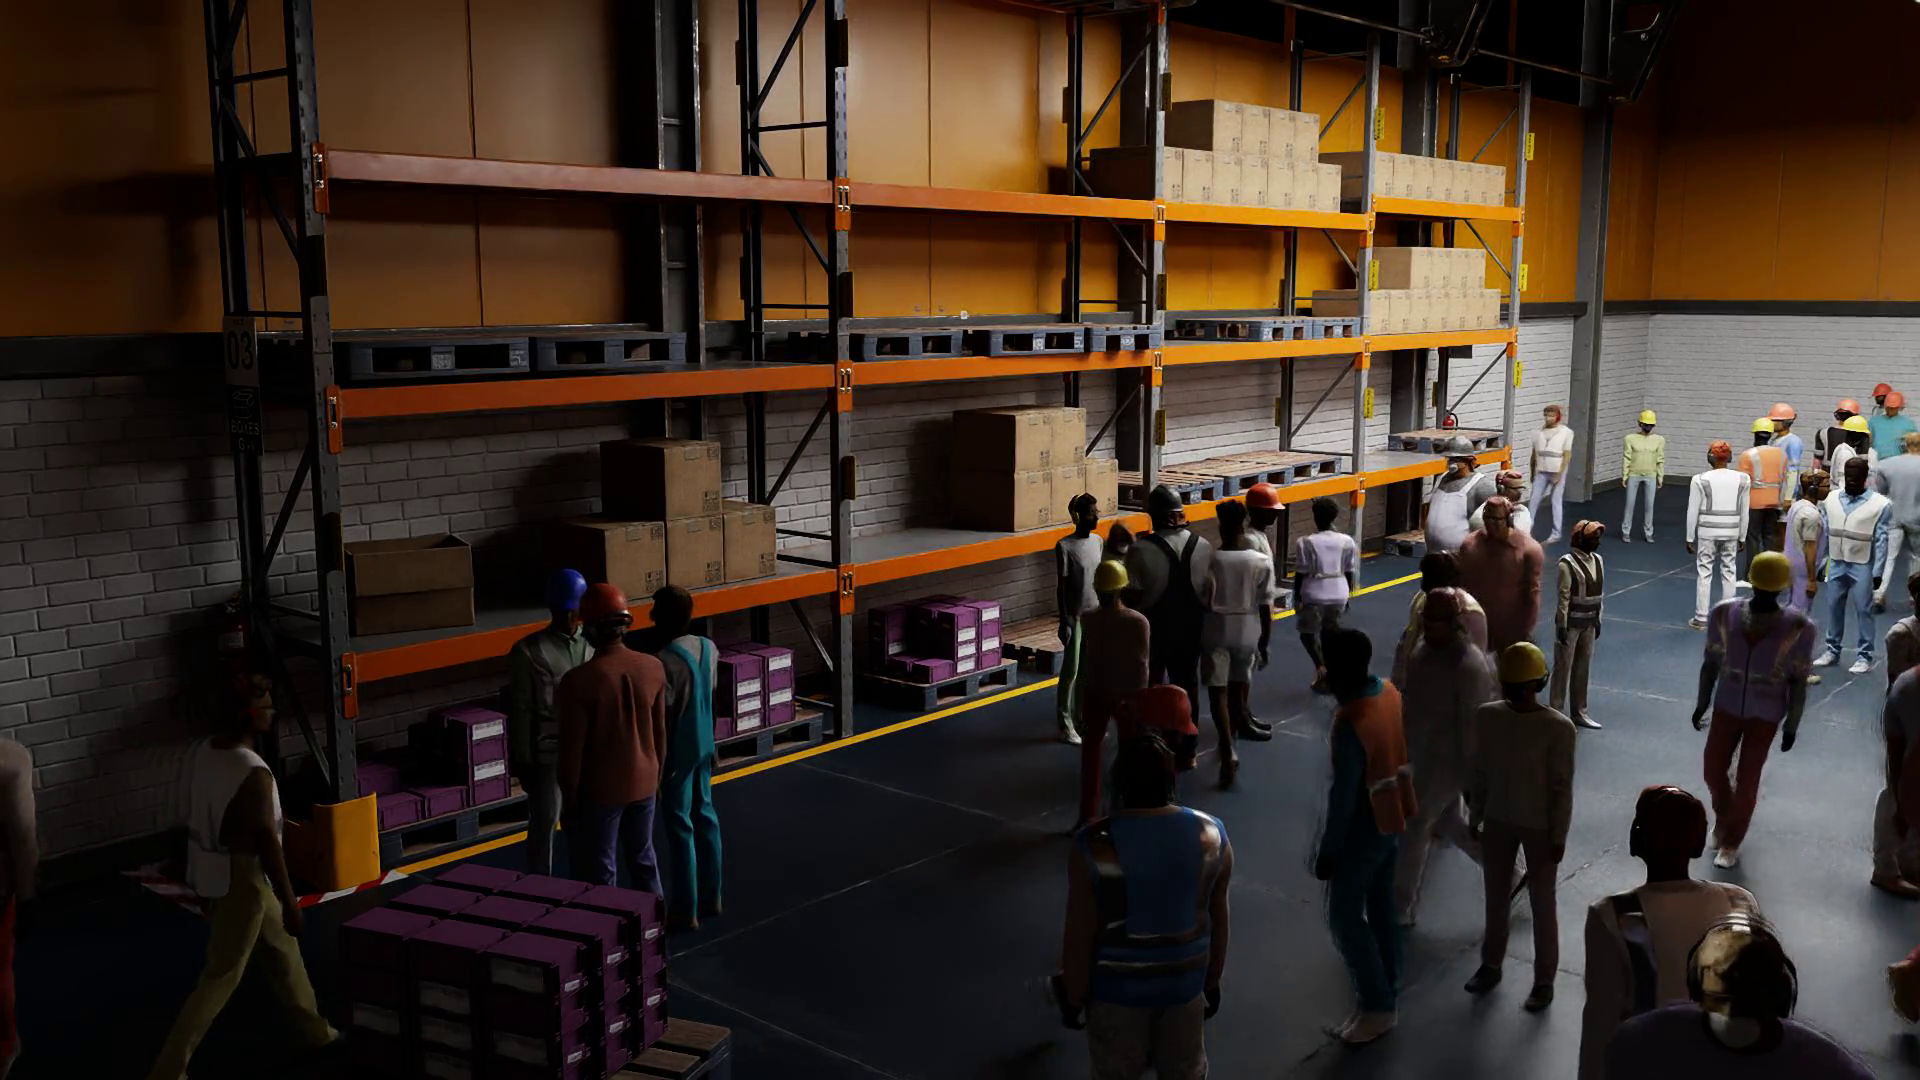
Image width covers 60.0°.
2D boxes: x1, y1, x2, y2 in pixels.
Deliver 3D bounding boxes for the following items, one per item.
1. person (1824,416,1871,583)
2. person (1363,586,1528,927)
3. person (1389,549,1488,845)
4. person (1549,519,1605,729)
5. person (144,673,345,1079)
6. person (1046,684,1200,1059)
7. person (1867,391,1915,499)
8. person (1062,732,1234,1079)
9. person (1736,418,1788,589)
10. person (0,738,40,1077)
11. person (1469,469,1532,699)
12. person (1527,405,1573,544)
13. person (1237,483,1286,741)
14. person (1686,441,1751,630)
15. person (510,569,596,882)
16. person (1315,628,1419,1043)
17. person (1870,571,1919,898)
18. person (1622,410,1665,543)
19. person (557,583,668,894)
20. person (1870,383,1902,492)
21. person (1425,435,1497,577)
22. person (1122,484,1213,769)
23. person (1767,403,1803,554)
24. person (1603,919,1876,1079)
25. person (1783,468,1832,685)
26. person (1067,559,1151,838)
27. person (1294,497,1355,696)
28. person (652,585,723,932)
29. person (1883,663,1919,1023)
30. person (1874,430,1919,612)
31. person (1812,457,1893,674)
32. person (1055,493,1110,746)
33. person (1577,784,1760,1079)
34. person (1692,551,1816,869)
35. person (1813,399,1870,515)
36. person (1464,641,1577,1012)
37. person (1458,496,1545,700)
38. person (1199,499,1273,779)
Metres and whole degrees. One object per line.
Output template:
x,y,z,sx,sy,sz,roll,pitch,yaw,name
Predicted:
10.063,-0.452,18.891,0.397,1.920,0.586,5,10,28,person
2.589,1.142,8.778,0.923,1.867,0.643,0,9,-3,person
2.817,0.956,10.120,0.744,1.814,0.635,-2,9,-13,person
4.712,0.654,12.680,0.514,1.634,0.313,-6,11,-34,person
-3.035,1.452,6.999,0.966,1.804,0.587,-7,11,-38,person
0.720,1.448,7.263,0.642,1.718,0.605,2,9,12,person
12.473,-1.026,22.409,0.432,1.971,0.633,-8,12,-42,person
0.655,1.590,5.959,0.621,1.845,0.429,-2,9,-13,person
8.954,-0.408,18.647,0.601,1.914,0.434,-3,9,-16,person
-4.086,1.424,6.756,0.630,1.939,1.058,-4,10,-24,person
4.488,0.358,13.746,0.644,1.898,0.398,-5,10,-30,person
7.707,-0.857,21.807,0.566,1.824,0.520,8,12,42,person
2.237,0.528,12.503,0.374,1.935,0.552,2,9,12,person
7.440,-0.039,16.356,0.582,1.879,0.357,1,9,5,person
-2.067,1.103,8.771,0.606,1.943,0.403,-9,12,-44,person
1.881,1.320,7.596,0.383,1.883,0.663,6,10,33,person
5.375,1.066,9.328,0.507,1.847,0.345,-5,10,-31,person
8.963,-0.827,21.829,0.529,1.762,0.338,2,9,12,person
-1.687,1.195,8.078,0.416,1.982,0.621,8,12,40,person
13.801,-1.386,24.918,0.422,1.924,0.561,-2,9,-13,person
4.502,0.060,15.190,0.535,2.000,0.674,-6,11,-33,person
1.419,0.608,11.655,0.681,2.000,0.535,-3,9,-19,person
9.445,-0.555,19.194,0.399,2.040,0.609,0,9,3,person
1.883,1.840,4.097,0.649,1.920,0.444,4,10,25,person
7.229,0.303,14.253,0.329,1.844,0.509,2,9,12,person
1.002,0.959,10.377,0.524,1.741,0.725,7,11,39,person
3.001,0.487,13.640,0.537,1.672,0.577,-2,9,-11,person
-1.471,1.146,8.819,0.328,1.842,0.516,5,10,28,person
4.599,1.223,7.691,0.822,2.000,0.685,-3,9,-21,person
9.805,-0.189,17.274,0.637,1.901,0.914,7,11,38,person
7.851,0.215,14.632,0.406,1.908,0.591,-6,11,-33,person
0.915,0.579,12.375,0.328,1.876,0.515,8,12,41,person
2.181,1.688,5.202,0.572,1.883,0.358,-2,9,-11,person
4.582,0.984,9.659,0.625,1.897,0.454,7,11,38,person
10.616,-0.689,20.065,0.616,2.030,0.408,8,12,40,person
2.640,1.338,7.871,0.349,1.758,0.521,-8,12,-43,person
3.937,0.605,12.211,0.653,1.879,0.573,6,11,35,person
1.881,0.676,11.609,0.608,1.928,0.958,0,9,-3,person
